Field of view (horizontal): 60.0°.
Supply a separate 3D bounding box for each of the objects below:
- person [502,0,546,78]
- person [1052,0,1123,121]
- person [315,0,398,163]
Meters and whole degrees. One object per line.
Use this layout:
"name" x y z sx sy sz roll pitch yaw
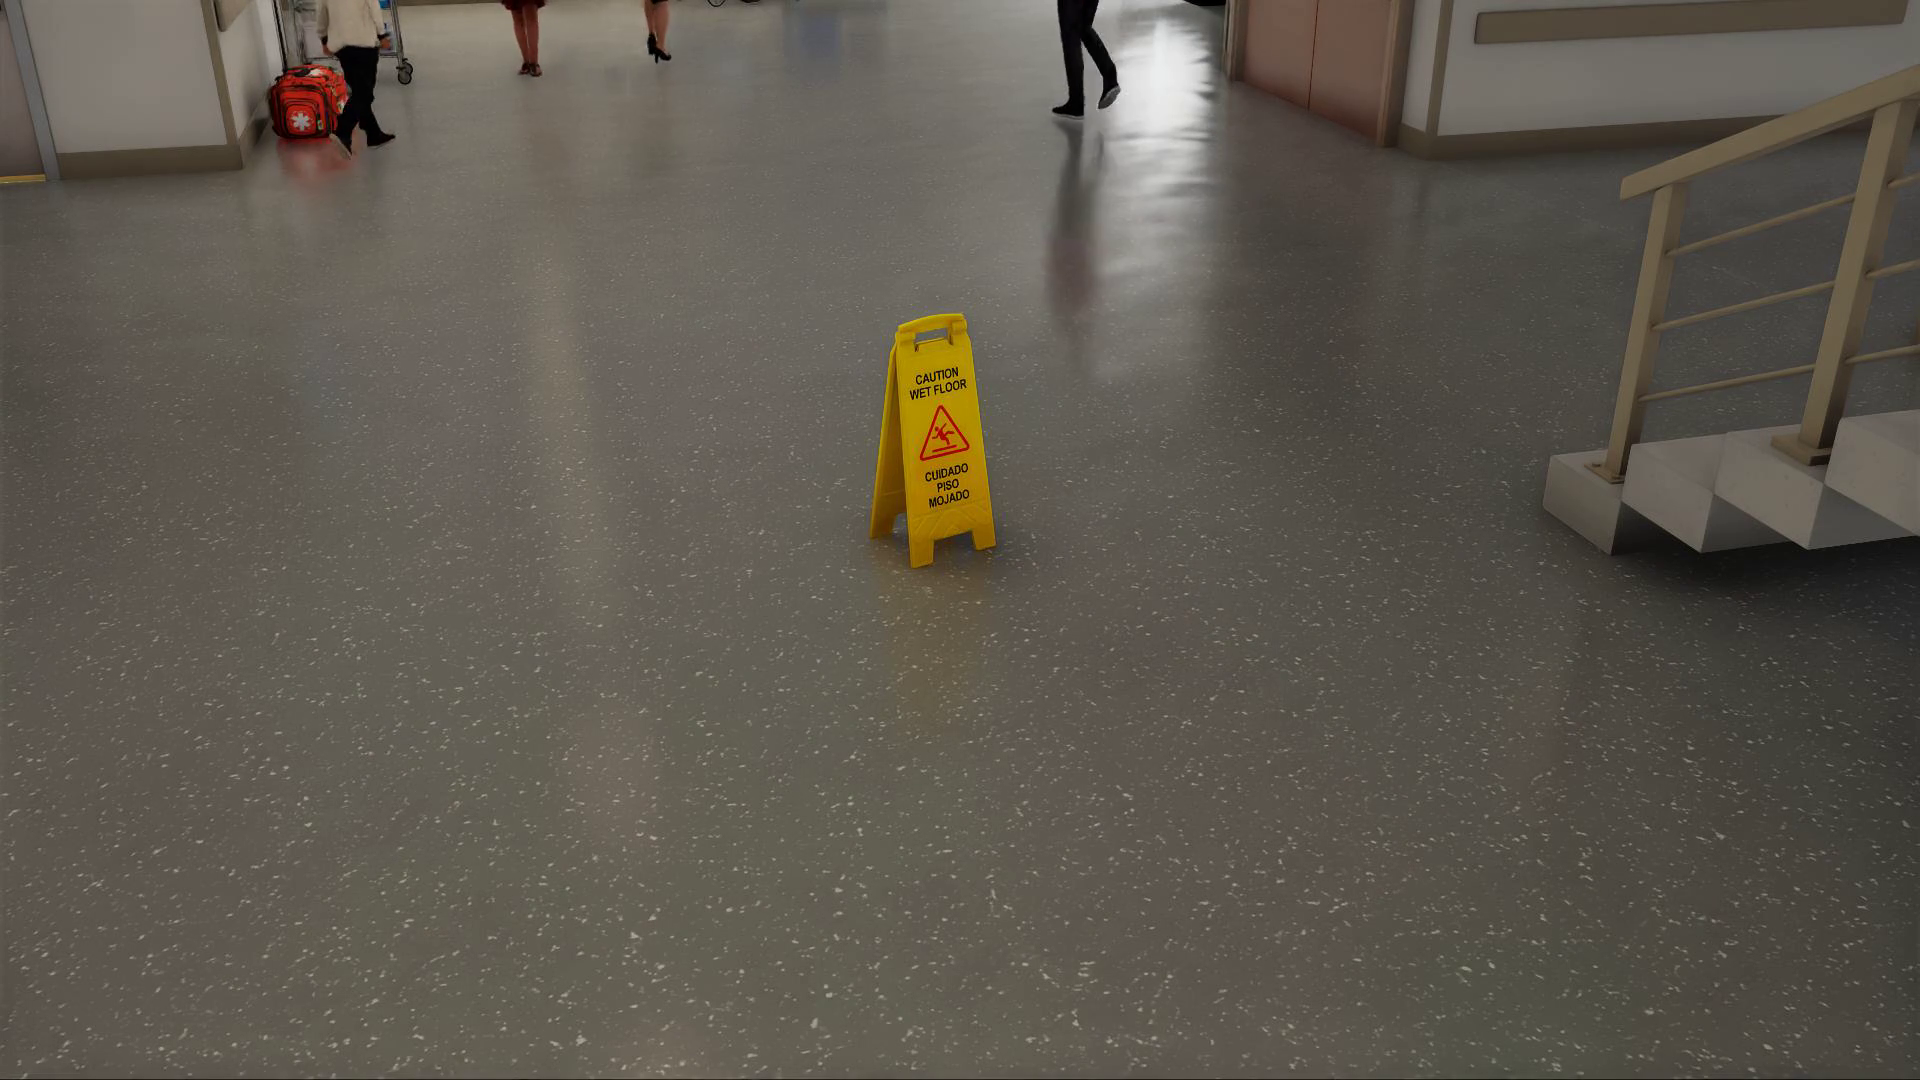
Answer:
"person" -3.438 -4.436 13.022 0.630 1.533 0.755 -2 26 -5
"person" 0.898 -3.840 11.312 0.806 1.945 0.884 -22 33 -38
"person" -3.825 -3.101 10.367 0.895 1.435 1.022 9 27 18
